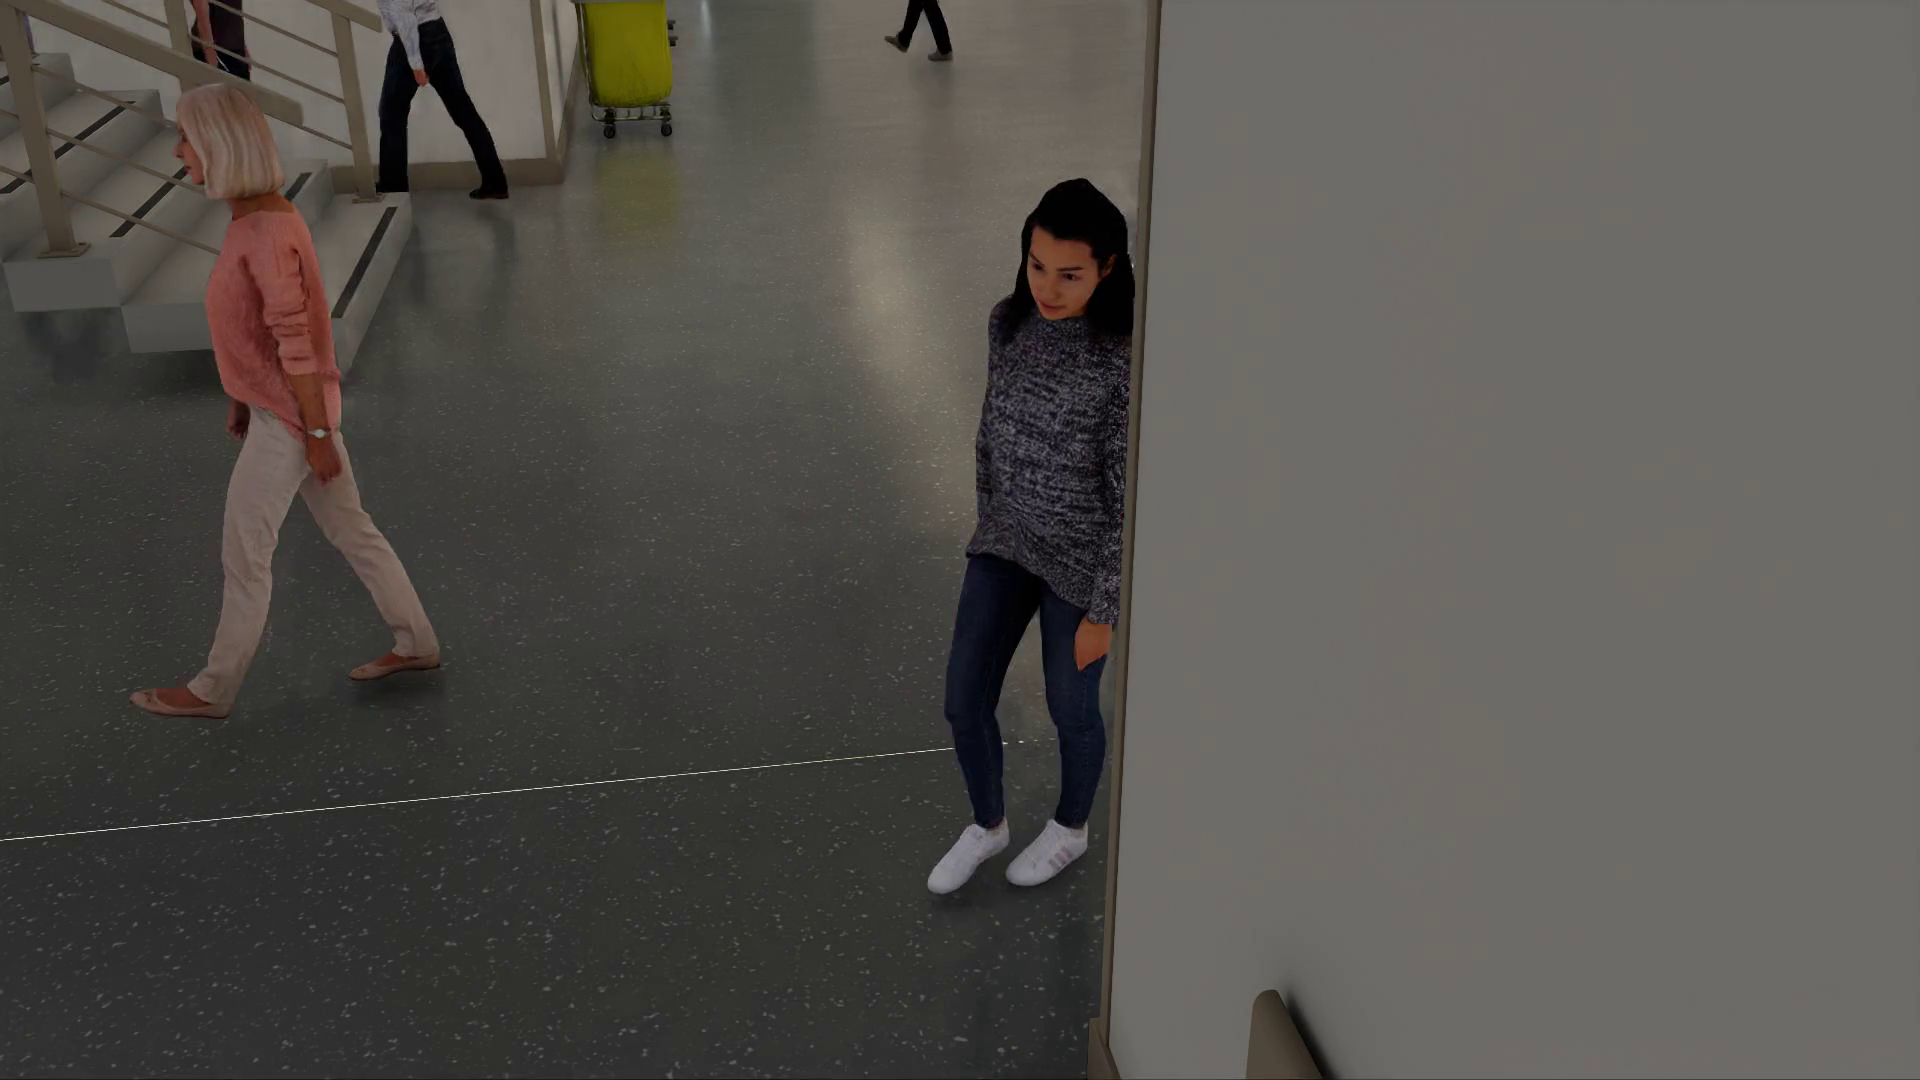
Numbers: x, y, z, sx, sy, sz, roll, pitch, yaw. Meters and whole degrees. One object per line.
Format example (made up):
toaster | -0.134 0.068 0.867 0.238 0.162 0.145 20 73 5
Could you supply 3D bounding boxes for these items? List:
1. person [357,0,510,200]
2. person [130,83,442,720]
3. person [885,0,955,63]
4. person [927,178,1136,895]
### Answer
person | -2.929 -2.714 9.290 1.241 1.763 0.981 6 26 13
person | -1.692 -0.336 4.443 1.083 1.690 0.756 -11 28 -22
person | -0.260 -4.755 13.585 1.186 1.709 1.127 -22 33 -38
person | 0.274 0.031 3.661 0.853 1.707 0.804 -23 34 -39
